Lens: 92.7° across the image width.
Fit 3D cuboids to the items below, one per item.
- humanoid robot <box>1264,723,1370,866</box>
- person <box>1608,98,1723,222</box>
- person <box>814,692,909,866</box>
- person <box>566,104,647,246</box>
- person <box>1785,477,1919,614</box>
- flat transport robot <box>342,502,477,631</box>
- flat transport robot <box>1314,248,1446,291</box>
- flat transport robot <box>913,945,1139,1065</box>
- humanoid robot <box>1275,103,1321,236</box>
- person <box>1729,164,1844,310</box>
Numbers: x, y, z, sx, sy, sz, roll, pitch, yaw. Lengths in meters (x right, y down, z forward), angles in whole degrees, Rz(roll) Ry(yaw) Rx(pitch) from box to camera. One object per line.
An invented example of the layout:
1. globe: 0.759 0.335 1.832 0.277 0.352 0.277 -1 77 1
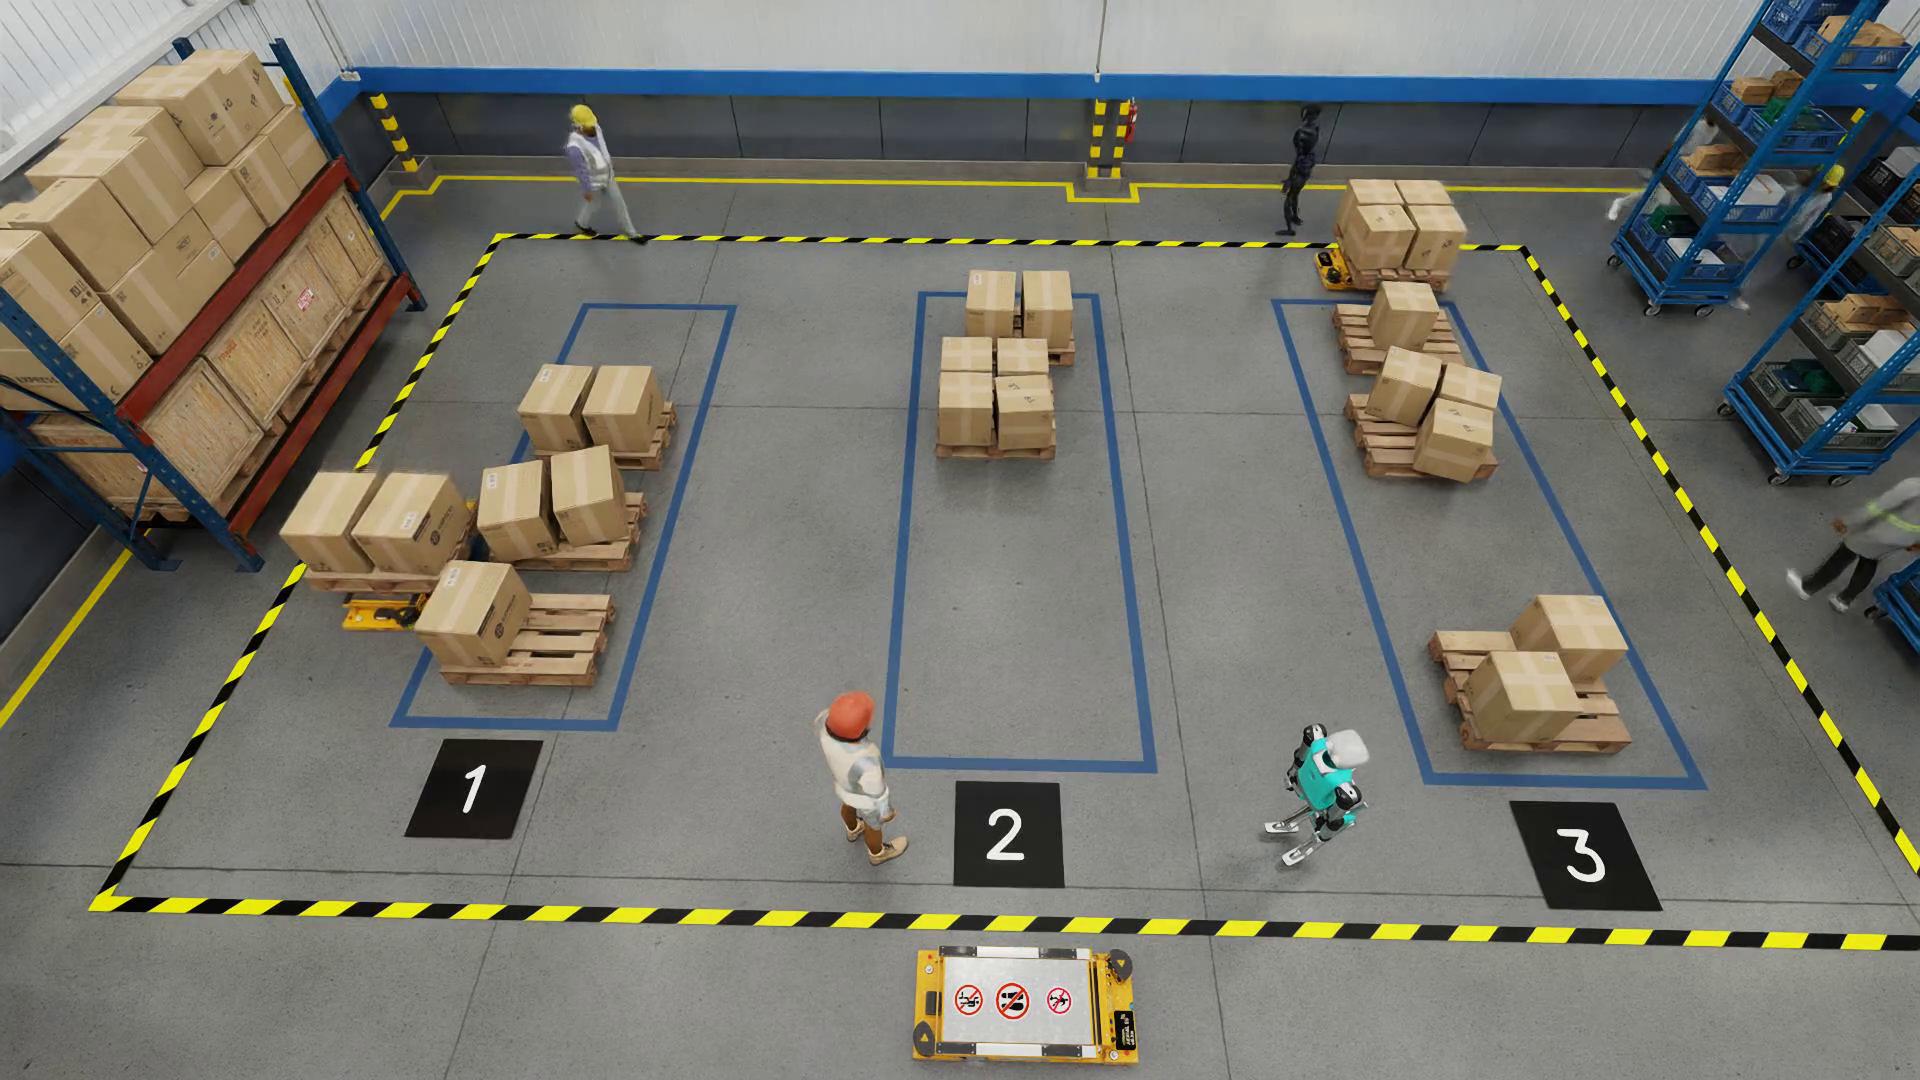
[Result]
1. humanoid robot: 2.500 1.687 6.078 0.735 1.675 0.533 -11 52 -9
2. person: 8.686 -4.573 11.217 0.553 1.826 0.871 -17 53 -13
3. person: -0.642 1.588 6.047 0.374 2.045 0.606 -36 59 -25
4. person: -4.479 -4.428 11.120 0.898 1.790 0.611 17 53 13
5. person: 7.643 -0.088 7.542 0.600 1.854 0.397 8 51 7
6. flat transport robot: -4.996 0.178 8.322 0.652 0.197 1.431 1 51 1
7. flat transport robot: 5.131 -3.327 11.180 1.431 0.197 0.652 1 51 1
8. flat transport robot: 0.422 3.041 6.007 1.431 0.231 0.659 1 51 1
9. humanoid robot: 4.206 -4.559 11.302 0.394 1.638 0.647 21 54 16
10. person: 9.284 -3.521 10.432 0.494 1.686 0.849 9 51 7
